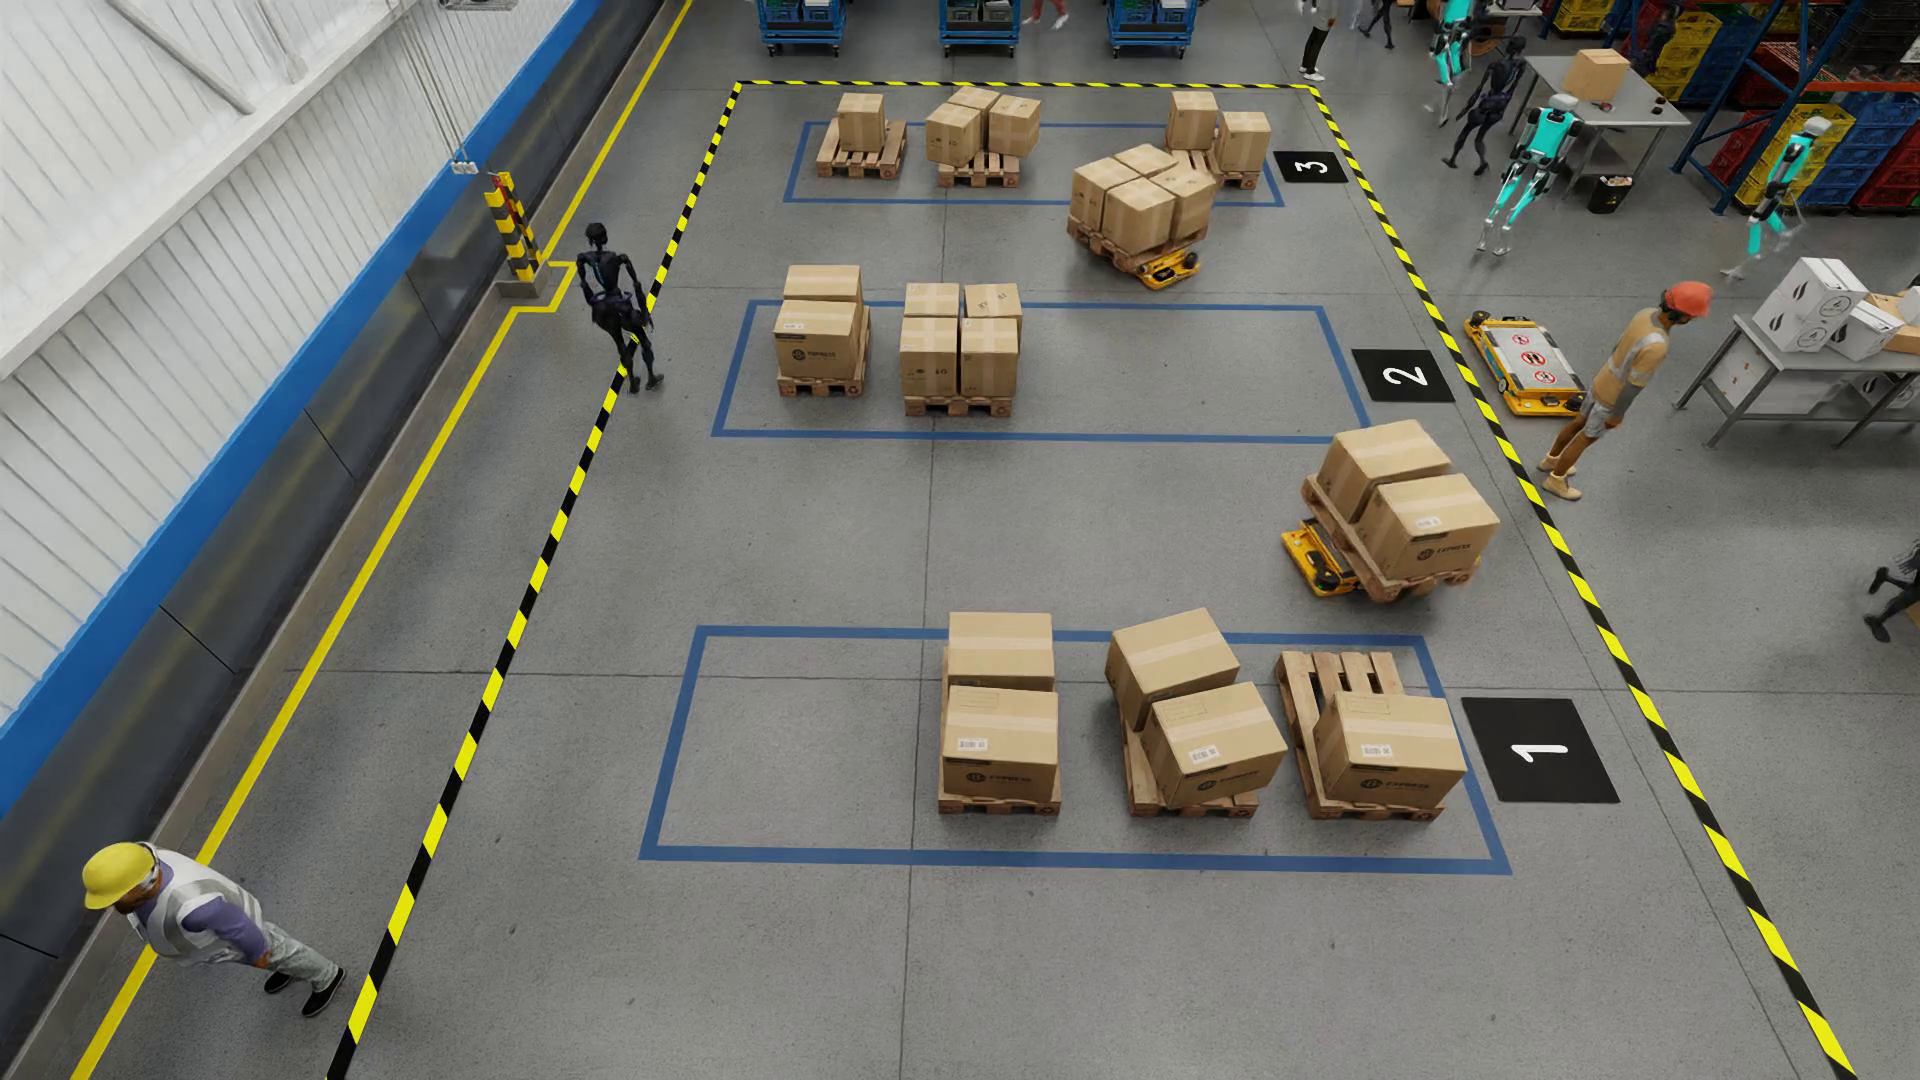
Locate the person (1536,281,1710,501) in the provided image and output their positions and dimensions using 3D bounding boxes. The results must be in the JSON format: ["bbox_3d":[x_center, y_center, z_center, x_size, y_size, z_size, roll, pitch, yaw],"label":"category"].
[{"bbox_3d":[5.315,-1.197,7.397,0.390,2.044,0.607,16,51,13],"label":"person"}]

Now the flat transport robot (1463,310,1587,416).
[{"bbox_3d":[5.573,-1.757,9.054,0.659,0.231,1.431,1,49,1],"label":"flat transport robot"}]

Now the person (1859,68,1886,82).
[{"bbox_3d":[13.640,-7.541,12.959,0.550,1.933,0.373,-12,50,-10],"label":"person"}]

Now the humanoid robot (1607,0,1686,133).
[{"bbox_3d":[8.869,-6.208,11.980,0.609,1.647,0.479,-34,57,-26],"label":"humanoid robot"}]

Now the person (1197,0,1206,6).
[{"bbox_3d":[3.826,-9.441,14.683,0.870,1.816,0.567,-18,52,-15],"label":"person"}]

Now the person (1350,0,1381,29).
[{"bbox_3d":[6.583,-9.033,14.407,0.484,1.684,0.940,27,55,22],"label":"person"}]

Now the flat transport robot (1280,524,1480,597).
[{"bbox_3d":[3.438,0.027,7.492,1.431,0.197,0.652,-11,50,-10],"label":"flat transport robot"}]

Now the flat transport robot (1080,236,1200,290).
[{"bbox_3d":[1.993,-3.361,10.424,0.652,0.197,1.431,-27,54,-22],"label":"flat transport robot"}]

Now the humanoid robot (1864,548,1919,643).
[{"bbox_3d":[7.145,0.042,6.569,0.610,1.633,0.584,3,49,3],"label":"humanoid robot"}]

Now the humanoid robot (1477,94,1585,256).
[{"bbox_3d":[5.981,-3.816,9.779,0.735,1.673,0.533,-37,58,-27],"label":"humanoid robot"}]

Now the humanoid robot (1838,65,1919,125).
[{"bbox_3d":[11.703,-5.705,11.501,1.023,1.739,0.548,9,50,8],"label":"humanoid robot"}]

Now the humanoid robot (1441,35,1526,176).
[{"bbox_3d":[6.440,-5.286,11.198,0.601,1.634,0.627,-11,50,-9],"label":"humanoid robot"}]

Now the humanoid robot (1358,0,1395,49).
[{"bbox_3d":[6.579,-8.408,13.919,0.609,1.617,0.801,-25,54,-20],"label":"humanoid robot"}]

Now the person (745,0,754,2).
[{"bbox_3d":[-3.678,-9.995,15.162,0.507,1.817,0.937,-22,53,-18],"label":"person"}]

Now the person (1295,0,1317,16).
[{"bbox_3d":[5.777,-9.367,14.600,0.665,1.842,0.551,-23,53,-18],"label":"person"}]

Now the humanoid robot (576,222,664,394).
[{"bbox_3d":[-3.152,-2.101,8.426,0.596,1.643,0.433,2,49,2],"label":"humanoid robot"}]

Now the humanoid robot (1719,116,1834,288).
[{"bbox_3d":[8.557,-3.376,9.552,0.724,1.891,0.541,36,58,27],"label":"humanoid robot"}]

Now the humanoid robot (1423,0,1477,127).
[{"bbox_3d":[6.610,-6.460,12.186,0.566,1.803,0.946,-9,50,-7],"label":"humanoid robot"}]

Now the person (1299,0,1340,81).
[{"bbox_3d":[5.262,-7.555,13.030,0.407,1.847,0.588,2,49,2],"label":"person"}]

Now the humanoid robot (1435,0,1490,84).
[{"bbox_3d":[7.293,-7.405,13.030,0.503,1.626,0.596,6,49,5],"label":"humanoid robot"}]

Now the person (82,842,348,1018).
[{"bbox_3d":[-3.838,2.019,4.747,0.599,1.836,0.404,21,52,17],"label":"person"}]

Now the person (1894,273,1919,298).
[{"bbox_3d":[10.344,-3.164,9.239,0.332,1.837,0.506,-23,53,-19],"label":"person"}]

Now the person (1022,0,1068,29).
[{"bbox_3d":[1.332,-9.110,14.330,0.541,1.918,0.735,-28,55,-22],"label":"person"}]
